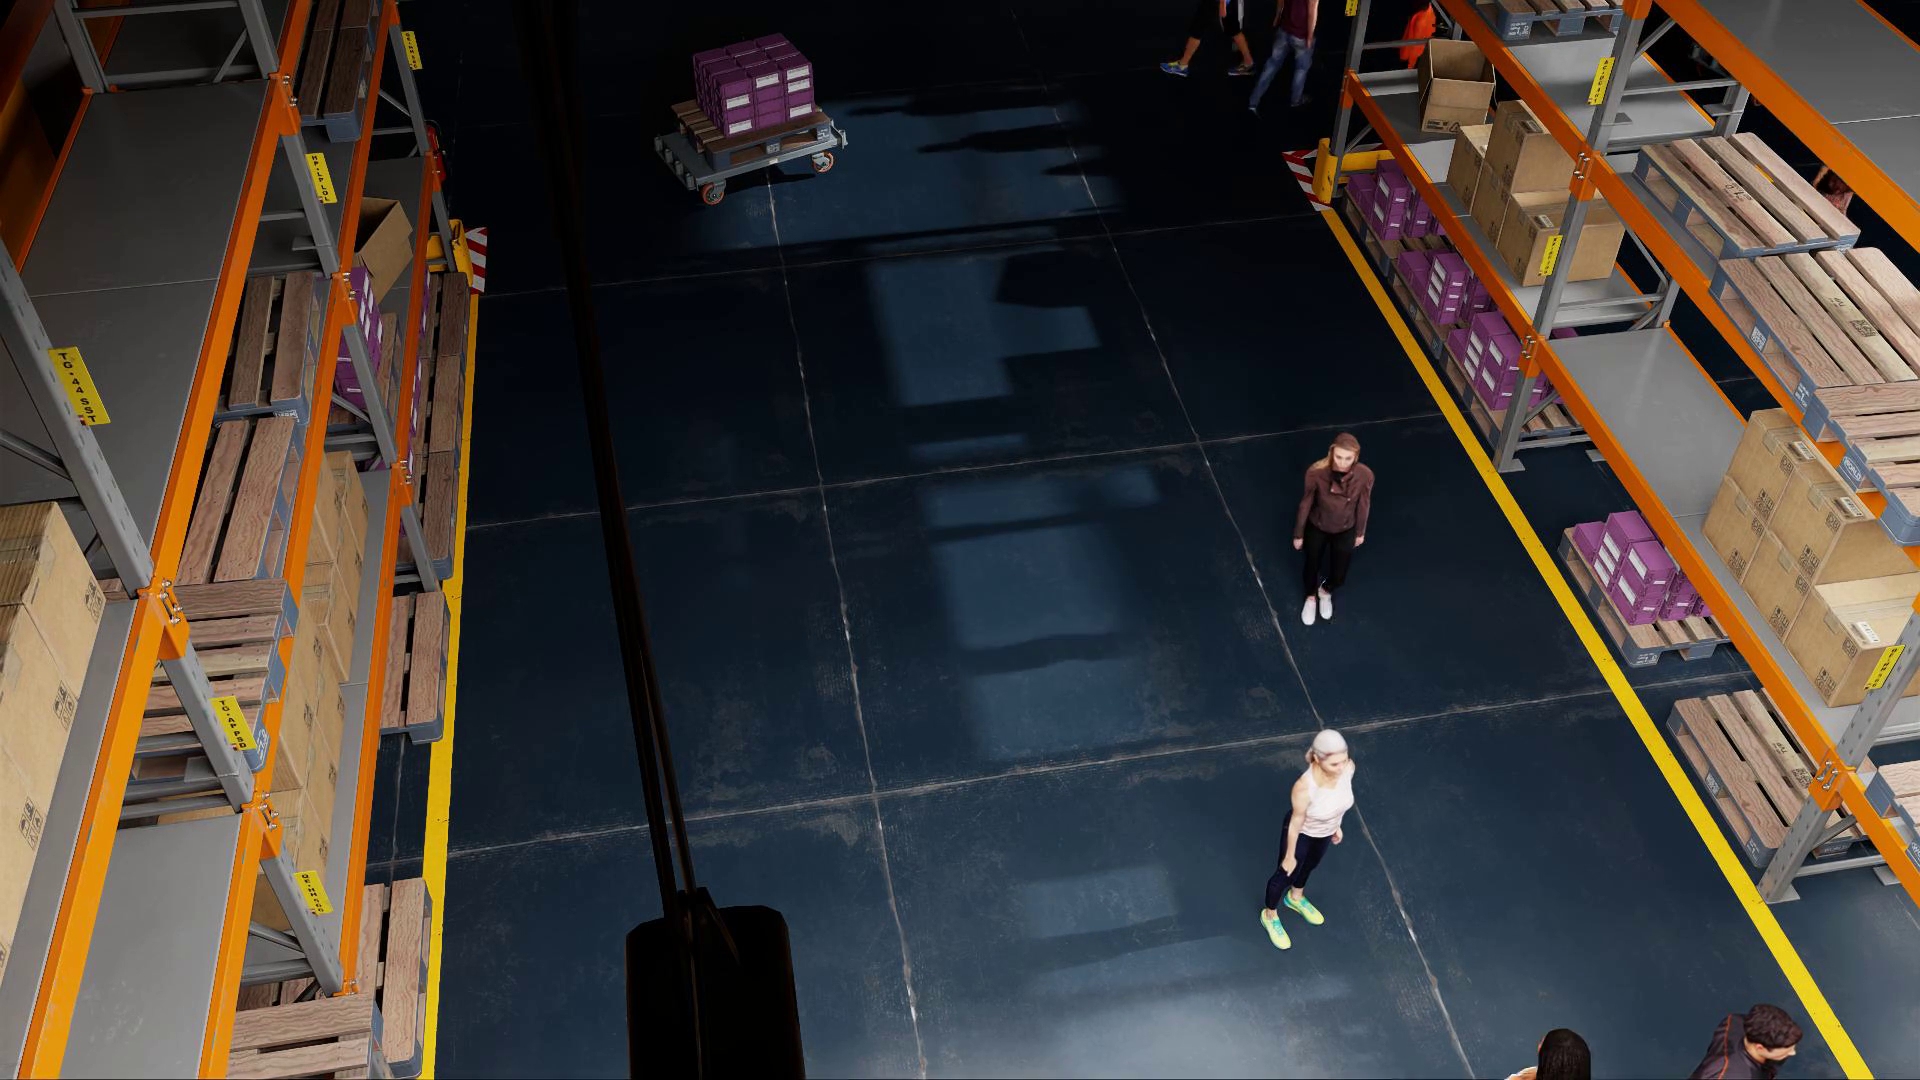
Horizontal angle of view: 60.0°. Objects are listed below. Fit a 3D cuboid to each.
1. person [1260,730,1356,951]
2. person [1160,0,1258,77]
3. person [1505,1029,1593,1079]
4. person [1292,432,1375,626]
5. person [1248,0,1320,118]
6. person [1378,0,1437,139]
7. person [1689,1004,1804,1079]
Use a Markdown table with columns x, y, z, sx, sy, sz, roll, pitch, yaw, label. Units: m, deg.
| x | y | z | sx | sy | sz | roll | pitch | yaw | label |
| --- | --- | --- | --- | --- | --- | --- | --- | --- | --- |
| 1.964 | 1.646 | 9.375 | 0.682 | 1.702 | 0.679 | -28 | 50 | -26 | person |
| 2.724 | -5.462 | 16.751 | 1.073 | 1.819 | 1.235 | 13 | 45 | 13 | person |
| 2.725 | 2.980 | 7.911 | 0.797 | 1.789 | 1.002 | -19 | 47 | -19 | person |
| 2.502 | -0.122 | 11.239 | 0.711 | 1.691 | 0.693 | 6 | 44 | 7 | person |
| 3.213 | -4.951 | 16.216 | 1.151 | 1.817 | 1.195 | -34 | 53 | -31 | person |
| 4.238 | -4.609 | 15.917 | 0.780 | 1.733 | 0.683 | 5 | 44 | 6 | person |
| 3.598 | 2.787 | 8.000 | 0.856 | 1.945 | 0.760 | 20 | 47 | 19 | person |
